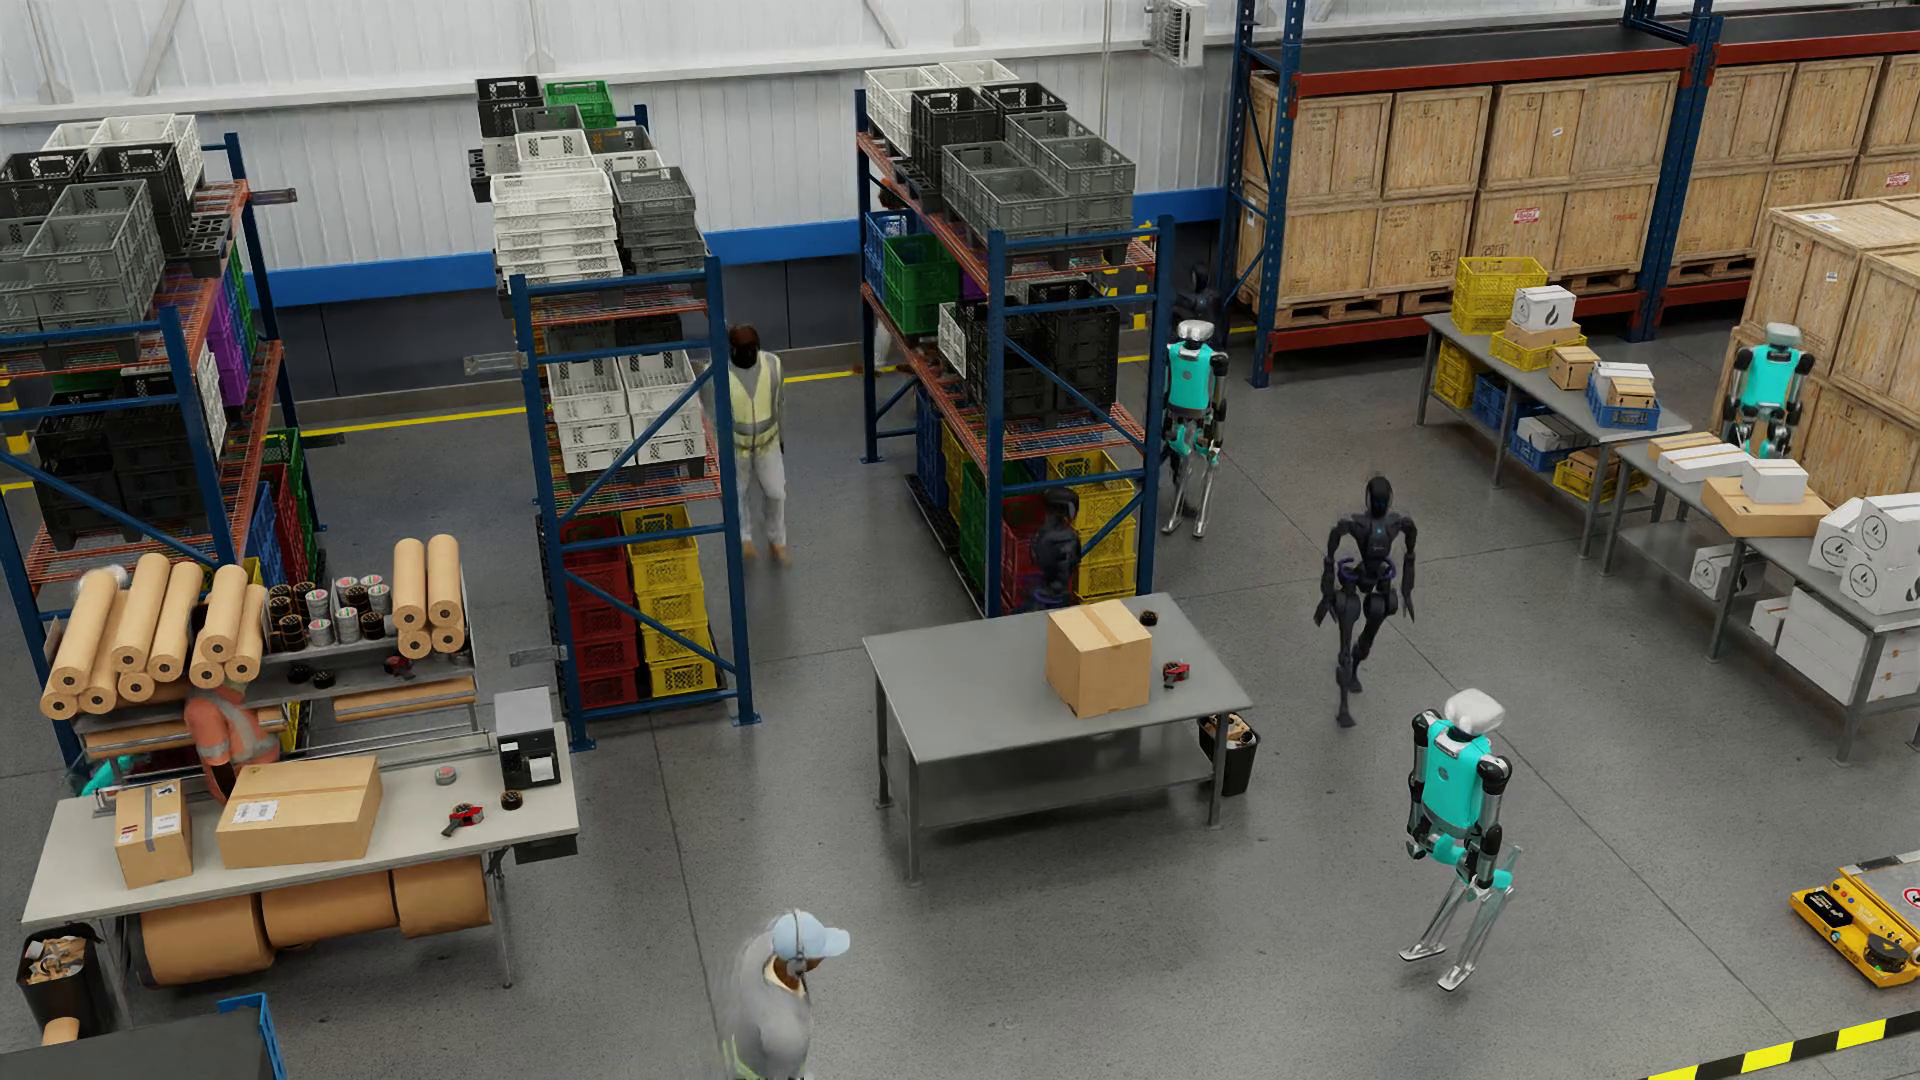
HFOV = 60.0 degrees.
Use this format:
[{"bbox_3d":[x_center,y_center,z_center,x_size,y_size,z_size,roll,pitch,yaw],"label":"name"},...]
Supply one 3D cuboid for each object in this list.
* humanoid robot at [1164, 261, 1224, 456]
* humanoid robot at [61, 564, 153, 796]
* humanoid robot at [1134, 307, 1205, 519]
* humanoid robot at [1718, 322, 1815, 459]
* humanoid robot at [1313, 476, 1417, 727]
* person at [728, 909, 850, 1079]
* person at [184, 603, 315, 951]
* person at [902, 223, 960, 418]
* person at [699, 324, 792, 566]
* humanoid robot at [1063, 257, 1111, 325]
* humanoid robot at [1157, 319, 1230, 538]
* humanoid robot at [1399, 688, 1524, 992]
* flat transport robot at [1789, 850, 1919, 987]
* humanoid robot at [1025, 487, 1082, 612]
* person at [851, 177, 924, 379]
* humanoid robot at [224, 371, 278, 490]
[{"bbox_3d":[1.855,-1.504,13.500,0.613,1.617,0.807,-10,30,-18],"label":"humanoid robot"},{"bbox_3d":[-4.545,0.989,8.846,0.667,1.803,0.557,-8,30,-15],"label":"humanoid robot"},{"bbox_3d":[1.629,-1.005,12.592,0.602,1.630,0.797,-24,37,-36],"label":"humanoid robot"},{"bbox_3d":[5.695,-0.623,11.808,0.540,1.741,1.045,3,29,5],"label":"humanoid robot"},{"bbox_3d":[2.487,0.338,10.126,0.612,1.621,0.762,-1,29,-2],"label":"humanoid robot"},{"bbox_3d":[-0.671,2.167,6.596,0.488,1.827,0.607,-7,30,-12],"label":"person"},{"bbox_3d":[-3.544,1.166,8.277,0.368,1.967,0.605,-5,29,-9],"label":"person"},{"bbox_3d":[-0.140,-2.069,14.127,0.914,2.009,0.616,-26,38,-38],"label":"person"},{"bbox_3d":[-1.481,-0.643,11.720,0.634,1.821,0.649,-10,30,-18],"label":"person"},{"bbox_3d":[1.112,-2.363,14.797,0.735,1.677,0.533,-23,36,-35],"label":"humanoid robot"},{"bbox_3d":[1.720,-0.857,12.121,0.530,1.720,0.724,12,31,21],"label":"humanoid robot"},{"bbox_3d":[2.483,1.396,7.964,0.735,1.671,0.533,-17,33,-28],"label":"humanoid robot"},{"bbox_3d":[5.163,1.916,8.676,1.431,0.231,0.659,-8,30,-14],"label":"flat transport robot"},{"bbox_3d":[0.603,0.413,9.965,0.643,1.640,0.599,-4,29,-8],"label":"humanoid robot"},{"bbox_3d":[-0.612,-2.312,14.729,0.572,1.878,0.586,8,30,14],"label":"person"},{"bbox_3d":[-5.561,-1.081,12.676,0.467,1.645,0.589,-4,29,-7],"label":"humanoid robot"}]
